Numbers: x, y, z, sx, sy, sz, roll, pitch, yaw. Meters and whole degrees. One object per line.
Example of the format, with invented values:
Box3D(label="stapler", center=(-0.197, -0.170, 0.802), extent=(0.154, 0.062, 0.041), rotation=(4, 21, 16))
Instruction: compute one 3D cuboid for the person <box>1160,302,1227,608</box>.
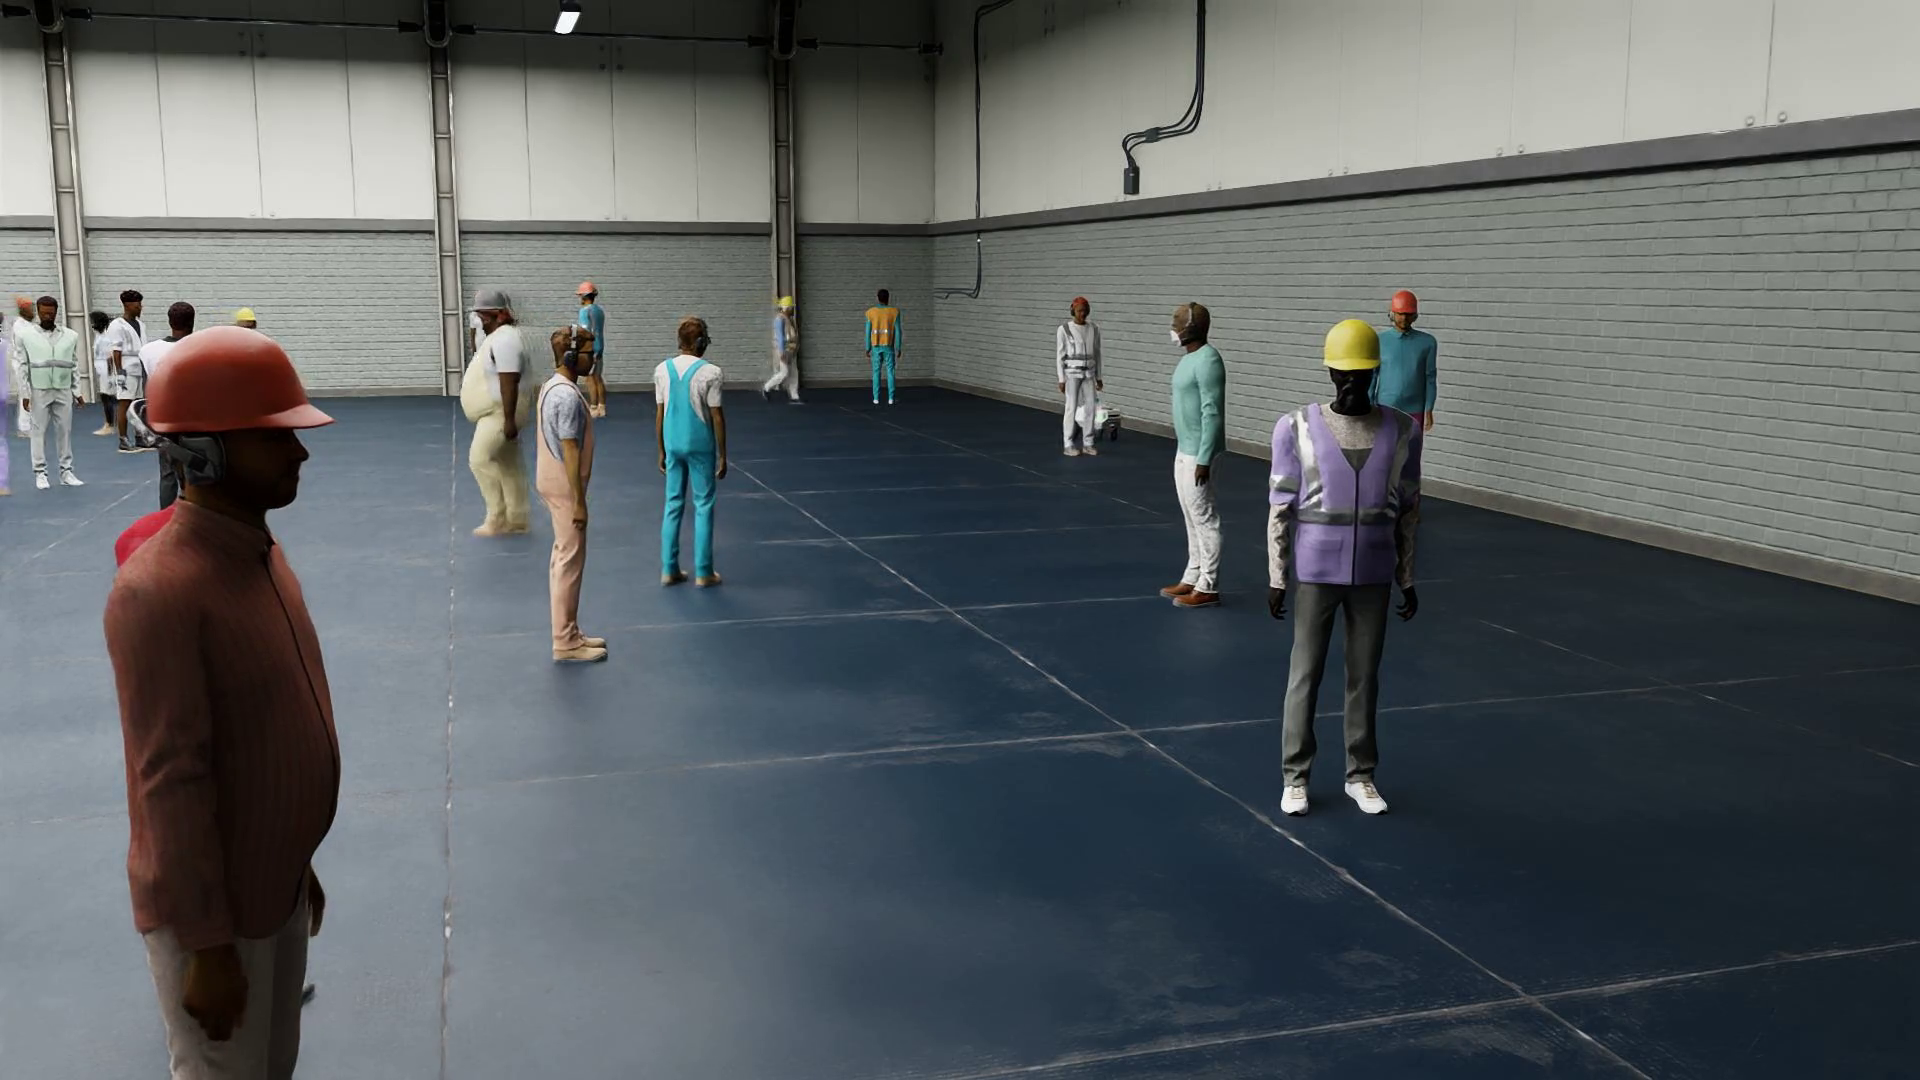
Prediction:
Box3D(label="person", center=(1.500, -0.535, 10.553), extent=(0.369, 1.936, 0.630), rotation=(-1, 9, -4))

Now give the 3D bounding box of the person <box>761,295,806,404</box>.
Box3D(label="person", center=(-2.932, -3.154, 27.645), extent=(0.676, 1.817, 0.602), rotation=(3, 9, 17))

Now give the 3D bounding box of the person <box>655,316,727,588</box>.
Box3D(label="person", center=(-1.807, -0.585, 11.219), extent=(0.518, 1.834, 0.351), rotation=(3, 9, 18))

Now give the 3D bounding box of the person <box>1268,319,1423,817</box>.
Box3D(label="person", center=(1.487, 0.117, 6.423), extent=(0.593, 1.924, 0.381), rotation=(0, 9, -2))

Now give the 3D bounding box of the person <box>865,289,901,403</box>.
Box3D(label="person", center=(-1.284, -3.241, 27.880), extent=(0.592, 1.916, 0.375), rotation=(1, 9, 5))

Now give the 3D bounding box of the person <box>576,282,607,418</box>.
Box3D(label="person", center=(-5.539, -2.835, 24.888), extent=(0.390, 2.040, 0.614), rotation=(2, 9, 13))

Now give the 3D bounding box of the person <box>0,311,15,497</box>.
Box3D(label="person", center=(-9.314, -1.306, 15.930), extent=(0.560, 1.794, 0.611), rotation=(5, 10, 31))

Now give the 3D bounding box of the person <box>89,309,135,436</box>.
Box3D(label="person", center=(-11.244, -2.227, 22.127), extent=(0.552, 1.683, 0.558), rotation=(-5, 10, -29))

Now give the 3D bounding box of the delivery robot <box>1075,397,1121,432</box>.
Box3D(label="delivery robot", center=(1.737, -1.592, 21.389), extent=(0.477, 0.478, 0.707), rotation=(-7, 11, -38))

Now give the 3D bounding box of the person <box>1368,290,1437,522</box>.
Box3D(label="person", center=(3.754, -1.128, 14.201), extent=(0.607, 1.987, 0.409), rotation=(1, 9, 4))

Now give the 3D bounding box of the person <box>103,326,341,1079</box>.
Box3D(label="person", center=(-1.280, 0.620, 2.992), extent=(0.383, 1.996, 0.609), rotation=(-1, 9, -7))

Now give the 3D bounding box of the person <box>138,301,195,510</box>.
Box3D(label="person", center=(-6.041, -0.894, 12.956), extent=(0.594, 1.909, 0.396), rotation=(-2, 9, -11))

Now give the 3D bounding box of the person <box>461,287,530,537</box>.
Box3D(label="person", center=(-3.777, -1.031, 13.382), extent=(0.620, 2.000, 0.700), rotation=(-3, 9, -19))

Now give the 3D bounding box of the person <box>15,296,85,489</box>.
Box3D(label="person", center=(-9.088, -1.475, 16.624), extent=(0.390, 1.913, 0.587), rotation=(7, 12, 39))

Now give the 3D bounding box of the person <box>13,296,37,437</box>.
Box3D(label="person", center=(-12.258, -2.265, 21.849), extent=(0.441, 1.855, 0.642), rotation=(-2, 9, -11))

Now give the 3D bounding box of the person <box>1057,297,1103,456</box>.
Box3D(label="person", center=(1.406, -1.926, 19.638), extent=(0.585, 1.879, 0.357), rotation=(-4, 10, -26))

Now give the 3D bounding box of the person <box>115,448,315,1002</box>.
Box3D(label="person", center=(-2.072, 0.484, 4.678), extent=(0.573, 1.740, 0.355), rotation=(4, 10, 26))

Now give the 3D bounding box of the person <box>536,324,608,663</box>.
Box3D(label="person", center=(-2.111, -0.245, 9.033), extent=(0.357, 1.838, 0.504), rotation=(-3, 10, -21))

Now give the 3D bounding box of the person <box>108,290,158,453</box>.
Box3D(label="person", center=(-9.970, -2.032, 20.053), extent=(0.374, 1.958, 0.607), rotation=(2, 9, 9))
